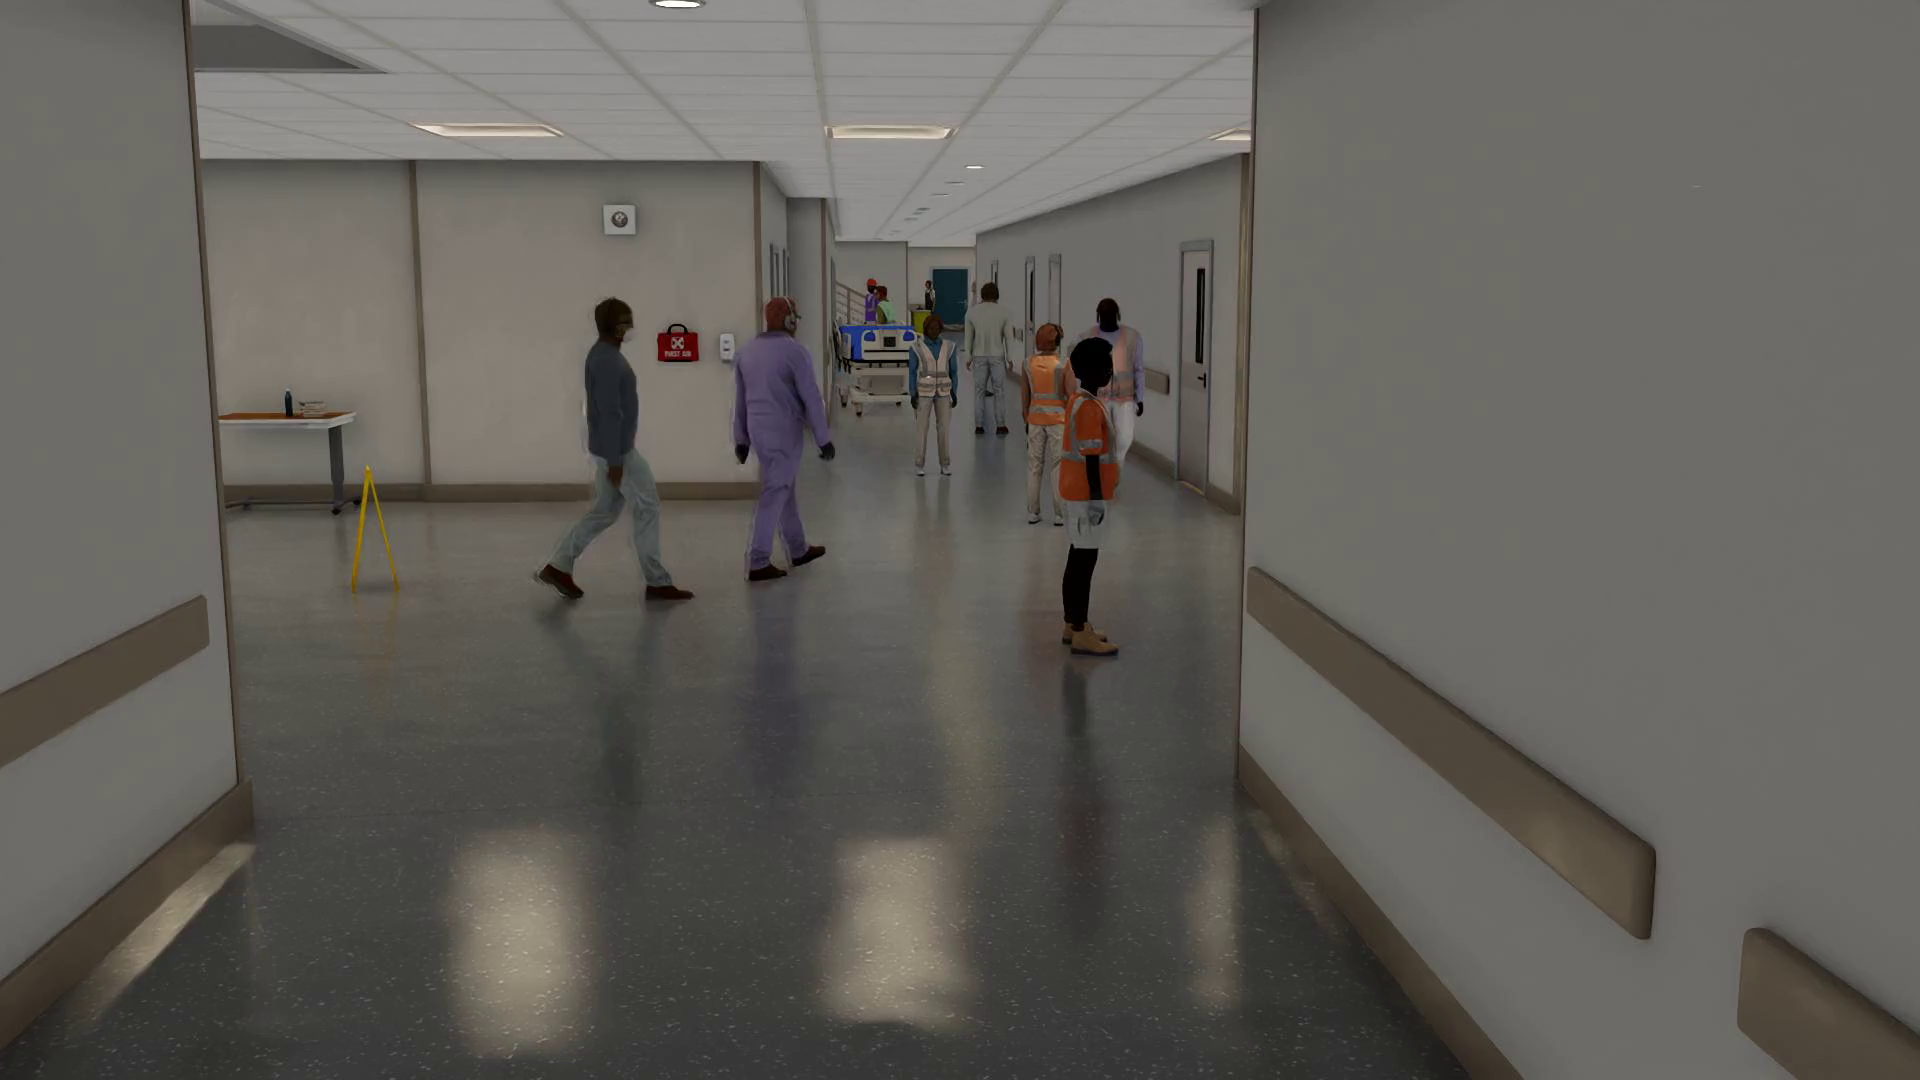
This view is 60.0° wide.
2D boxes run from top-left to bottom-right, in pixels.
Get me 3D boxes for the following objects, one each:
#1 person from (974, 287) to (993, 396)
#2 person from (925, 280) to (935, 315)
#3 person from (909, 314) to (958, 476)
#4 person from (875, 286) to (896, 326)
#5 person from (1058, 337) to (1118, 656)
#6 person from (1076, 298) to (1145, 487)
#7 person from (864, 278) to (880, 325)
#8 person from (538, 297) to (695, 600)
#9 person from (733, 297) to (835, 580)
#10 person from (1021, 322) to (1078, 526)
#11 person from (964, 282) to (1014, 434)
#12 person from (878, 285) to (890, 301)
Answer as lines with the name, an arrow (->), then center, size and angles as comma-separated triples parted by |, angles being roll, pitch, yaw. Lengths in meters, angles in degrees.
person -> 0.385, -3.333, 27.906 | 0.373, 1.840, 0.570 | 2, 9, 11
person -> -1.054, -8.089, 57.749 | 0.328, 1.844, 0.511 | -6, 11, -35
person -> -0.273, -1.460, 16.815 | 0.509, 1.629, 0.315 | -3, 9, -16
person -> -1.369, -3.768, 30.696 | 0.404, 1.832, 0.578 | 4, 10, 22
person -> 0.690, -0.236, 8.918 | 0.316, 1.697, 0.540 | -1, 9, -4
person -> 1.360, -1.299, 15.198 | 0.643, 1.822, 0.652 | 0, 9, -1
person -> -2.121, -5.288, 39.922 | 0.370, 1.938, 0.554 | -8, 12, -43
person -> -2.162, -0.541, 10.266 | 0.912, 1.907, 0.647 | -2, 9, -14
person -> -1.129, -0.690, 11.213 | 0.906, 1.869, 0.658 | -9, 13, -44
person -> 0.725, -0.933, 13.464 | 0.514, 1.643, 0.307 | 6, 11, 32
person -> 0.375, -2.311, 21.186 | 0.635, 1.937, 0.354 | 2, 9, 9
person -> -2.123, -5.943, 44.533 | 0.525, 1.769, 0.312 | 2, 9, 12
